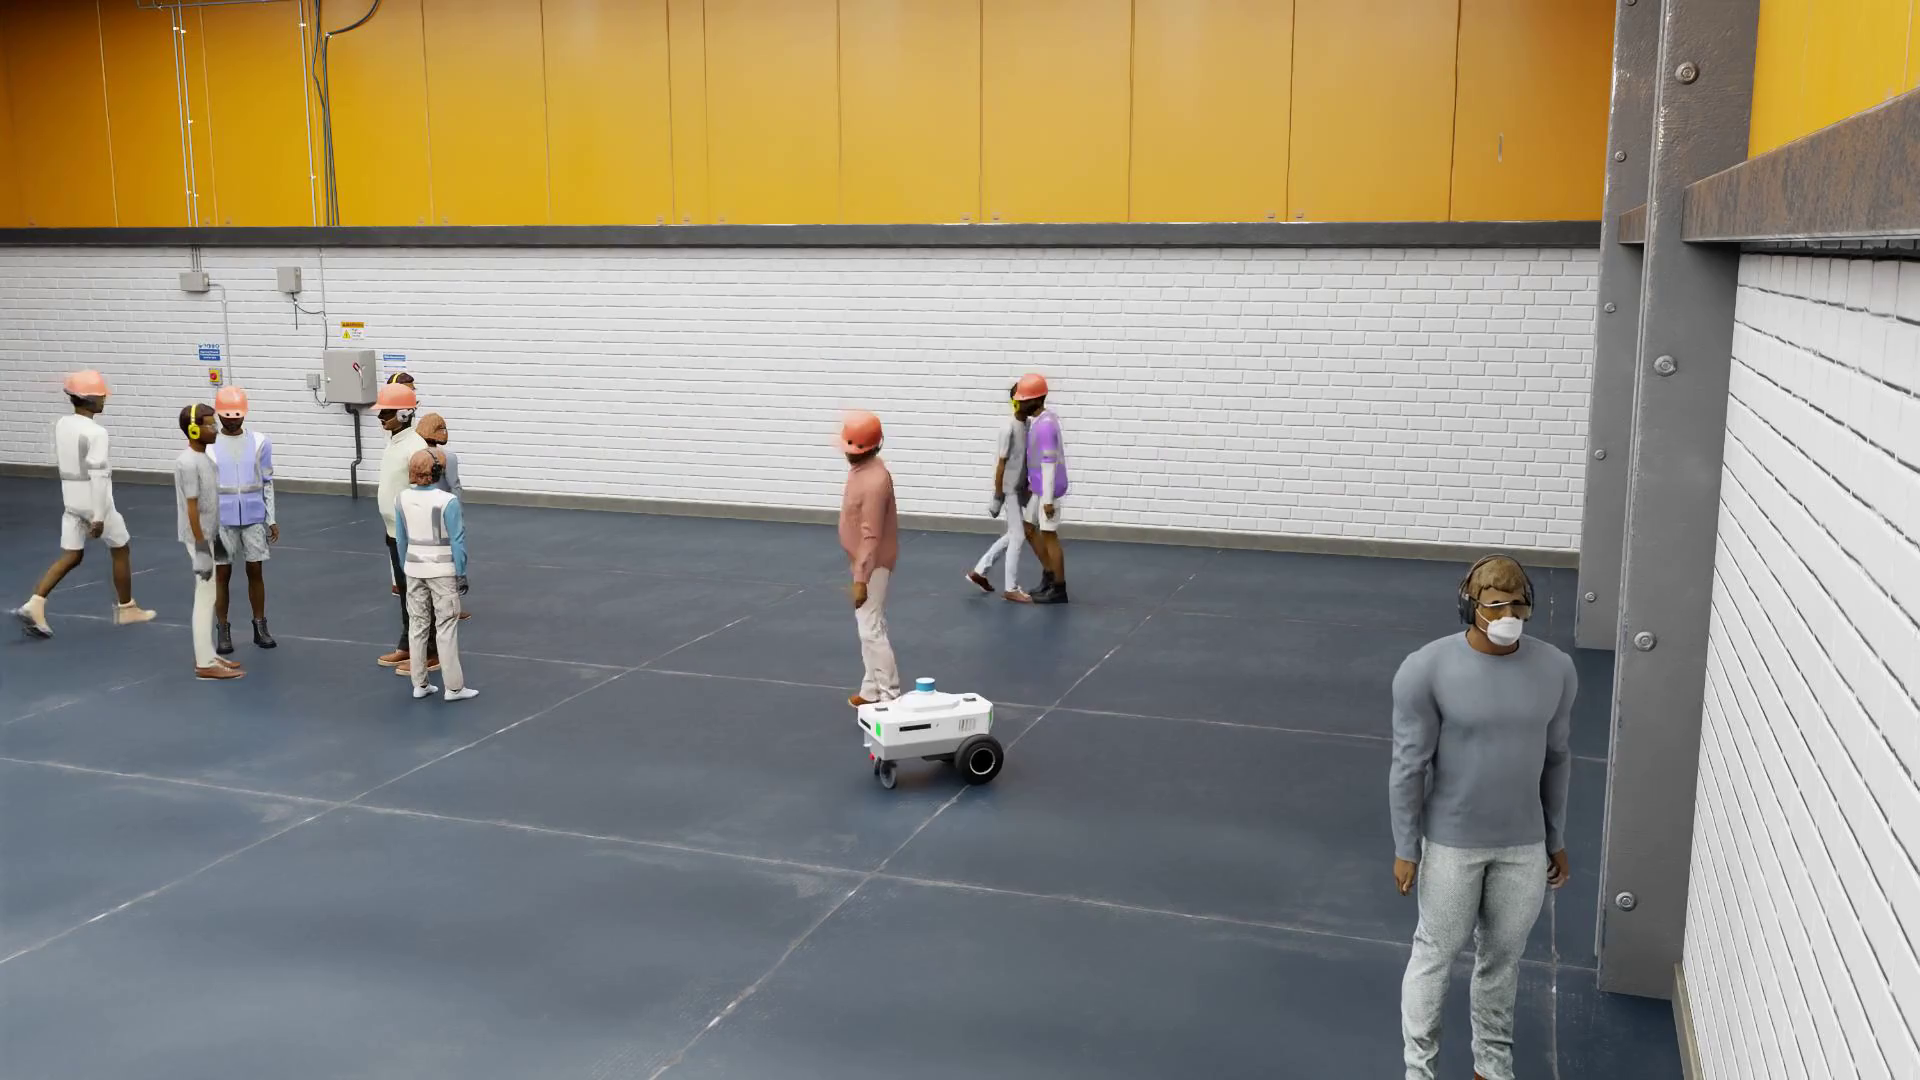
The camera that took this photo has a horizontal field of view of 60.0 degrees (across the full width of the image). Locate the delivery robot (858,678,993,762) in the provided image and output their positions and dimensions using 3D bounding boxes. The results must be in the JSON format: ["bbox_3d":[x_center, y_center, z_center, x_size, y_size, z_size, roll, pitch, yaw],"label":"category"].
[{"bbox_3d":[-0.190,1.000,9.109,0.707,0.478,0.477,-4,11,-22],"label":"delivery robot"}]

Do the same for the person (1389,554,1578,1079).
[{"bbox_3d":[1.719,0.997,5.490,0.636,1.938,0.358,-2,10,-10],"label":"person"}]

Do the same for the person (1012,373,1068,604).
[{"bbox_3d":[0.665,-0.410,13.516,0.510,1.902,0.575,0,10,-2],"label":"person"}]

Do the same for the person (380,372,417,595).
[{"bbox_3d":[-4.629,-0.466,13.924,0.328,1.872,0.513,1,10,4],"label":"person"}]

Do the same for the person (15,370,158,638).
[{"bbox_3d":[-6.617,-0.273,12.486,0.605,2.004,0.972,5,11,26],"label":"person"}]

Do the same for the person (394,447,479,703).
[{"bbox_3d":[-3.376,0.229,10.661,0.511,1.640,0.308,4,11,21],"label":"person"}]

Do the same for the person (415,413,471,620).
[{"bbox_3d":[-4.087,-0.174,12.946,0.507,1.631,0.266,3,11,17],"label":"person"}]

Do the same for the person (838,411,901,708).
[{"bbox_3d":[-0.568,0.163,10.197,0.377,1.945,0.713,-1,10,-8],"label":"person"}]

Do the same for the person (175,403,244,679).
[{"bbox_3d":[-5.108,0.006,11.271,0.334,1.873,0.539,-4,11,-20],"label":"person"}]

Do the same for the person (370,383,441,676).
[{"bbox_3d":[-3.797,-0.079,11.396,0.375,1.995,0.611,-8,13,-37],"label":"person"}]

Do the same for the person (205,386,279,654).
[{"bbox_3d":[-5.199,-0.150,11.983,0.543,1.928,0.373,-7,12,-34],"label":"person"}]

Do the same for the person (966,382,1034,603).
[{"bbox_3d":[0.349,-0.399,13.670,0.639,1.835,0.545,4,11,19],"label":"person"}]
